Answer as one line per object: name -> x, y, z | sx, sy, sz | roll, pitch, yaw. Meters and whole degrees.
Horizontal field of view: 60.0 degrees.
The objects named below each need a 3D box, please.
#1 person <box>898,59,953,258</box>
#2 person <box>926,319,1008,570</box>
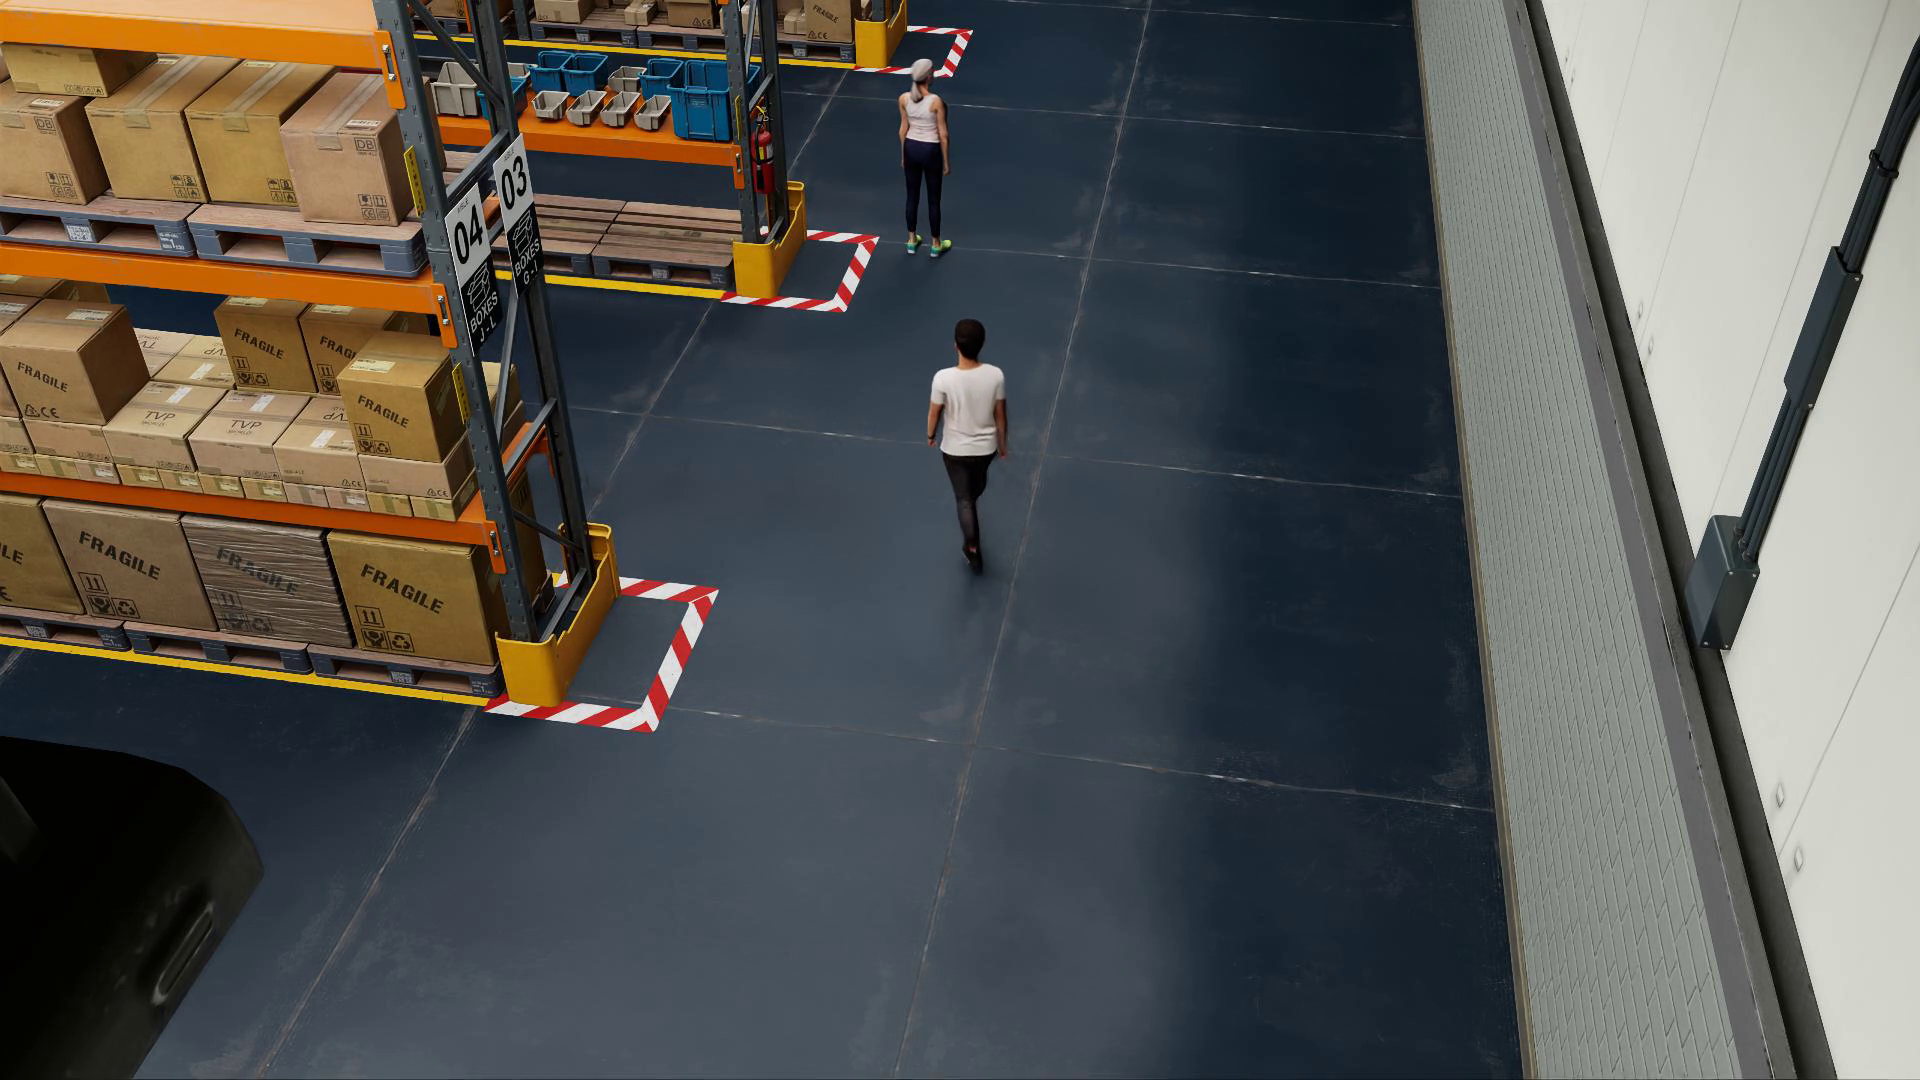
person -> -0.310, -3.208, 13.990 | 0.536, 1.706, 0.702 | 14, 40, 17
person -> 0.067, -0.578, 10.647 | 1.092, 1.682, 0.970 | -7, 39, -9
